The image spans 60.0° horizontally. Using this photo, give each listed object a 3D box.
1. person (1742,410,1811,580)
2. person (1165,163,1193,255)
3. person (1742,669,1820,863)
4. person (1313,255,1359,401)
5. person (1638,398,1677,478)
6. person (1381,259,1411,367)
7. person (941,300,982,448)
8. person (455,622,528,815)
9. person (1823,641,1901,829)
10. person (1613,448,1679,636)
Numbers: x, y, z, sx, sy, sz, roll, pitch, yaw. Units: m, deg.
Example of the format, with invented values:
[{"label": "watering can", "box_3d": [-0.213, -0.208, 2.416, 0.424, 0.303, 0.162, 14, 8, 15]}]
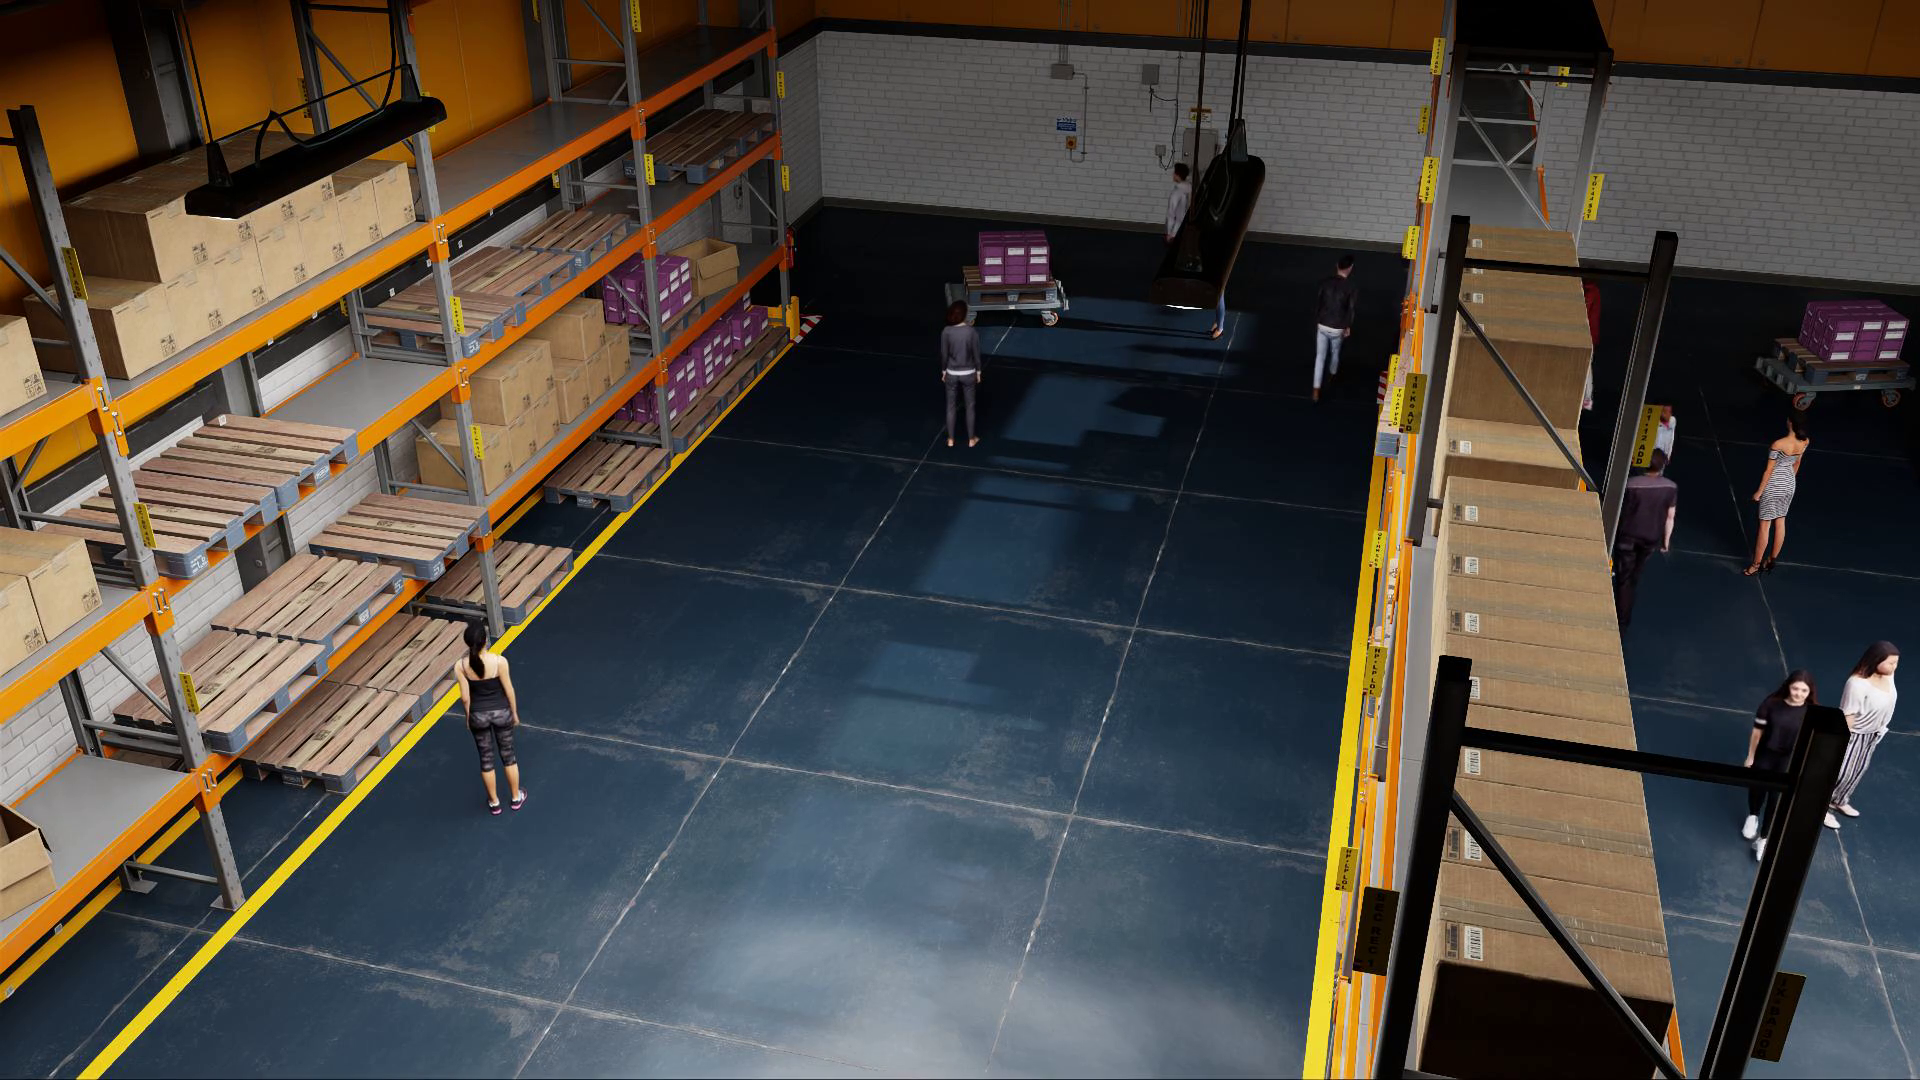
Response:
[{"label": "person", "box_3d": [8.130, -0.465, 16.519, 0.680, 1.822, 0.713, -10, 30, -18]}, {"label": "person", "box_3d": [3.164, -4.368, 23.584, 0.906, 1.909, 1.042, 15, 32, 26]}, {"label": "person", "box_3d": [6.312, 1.640, 12.875, 0.678, 1.617, 0.859, 13, 31, 22]}, {"label": "person", "box_3d": [4.530, -2.562, 20.398, 0.773, 1.790, 1.188, 11, 30, 19]}, {"label": "person", "box_3d": [7.543, -0.977, 18.059, 0.646, 1.247, 0.853, -2, 29, -4]}, {"label": "person", "box_3d": [5.610, -2.915, 21.136, 0.776, 1.702, 0.695, -1, 29, -2]}, {"label": "person", "box_3d": [0.009, -1.926, 19.252, 0.649, 1.769, 0.565, 3, 29, 5]}, {"label": "person", "box_3d": [-3.723, 1.409, 13.181, 0.664, 1.729, 0.690, -6, 29, -11]}, {"label": "person", "box_3d": [7.049, 1.489, 13.087, 0.771, 1.679, 0.851, -19, 34, -31]}, {"label": "person", "box_3d": [6.360, 0.044, 15.613, 0.813, 1.796, 1.179, 4, 29, 8]}]
